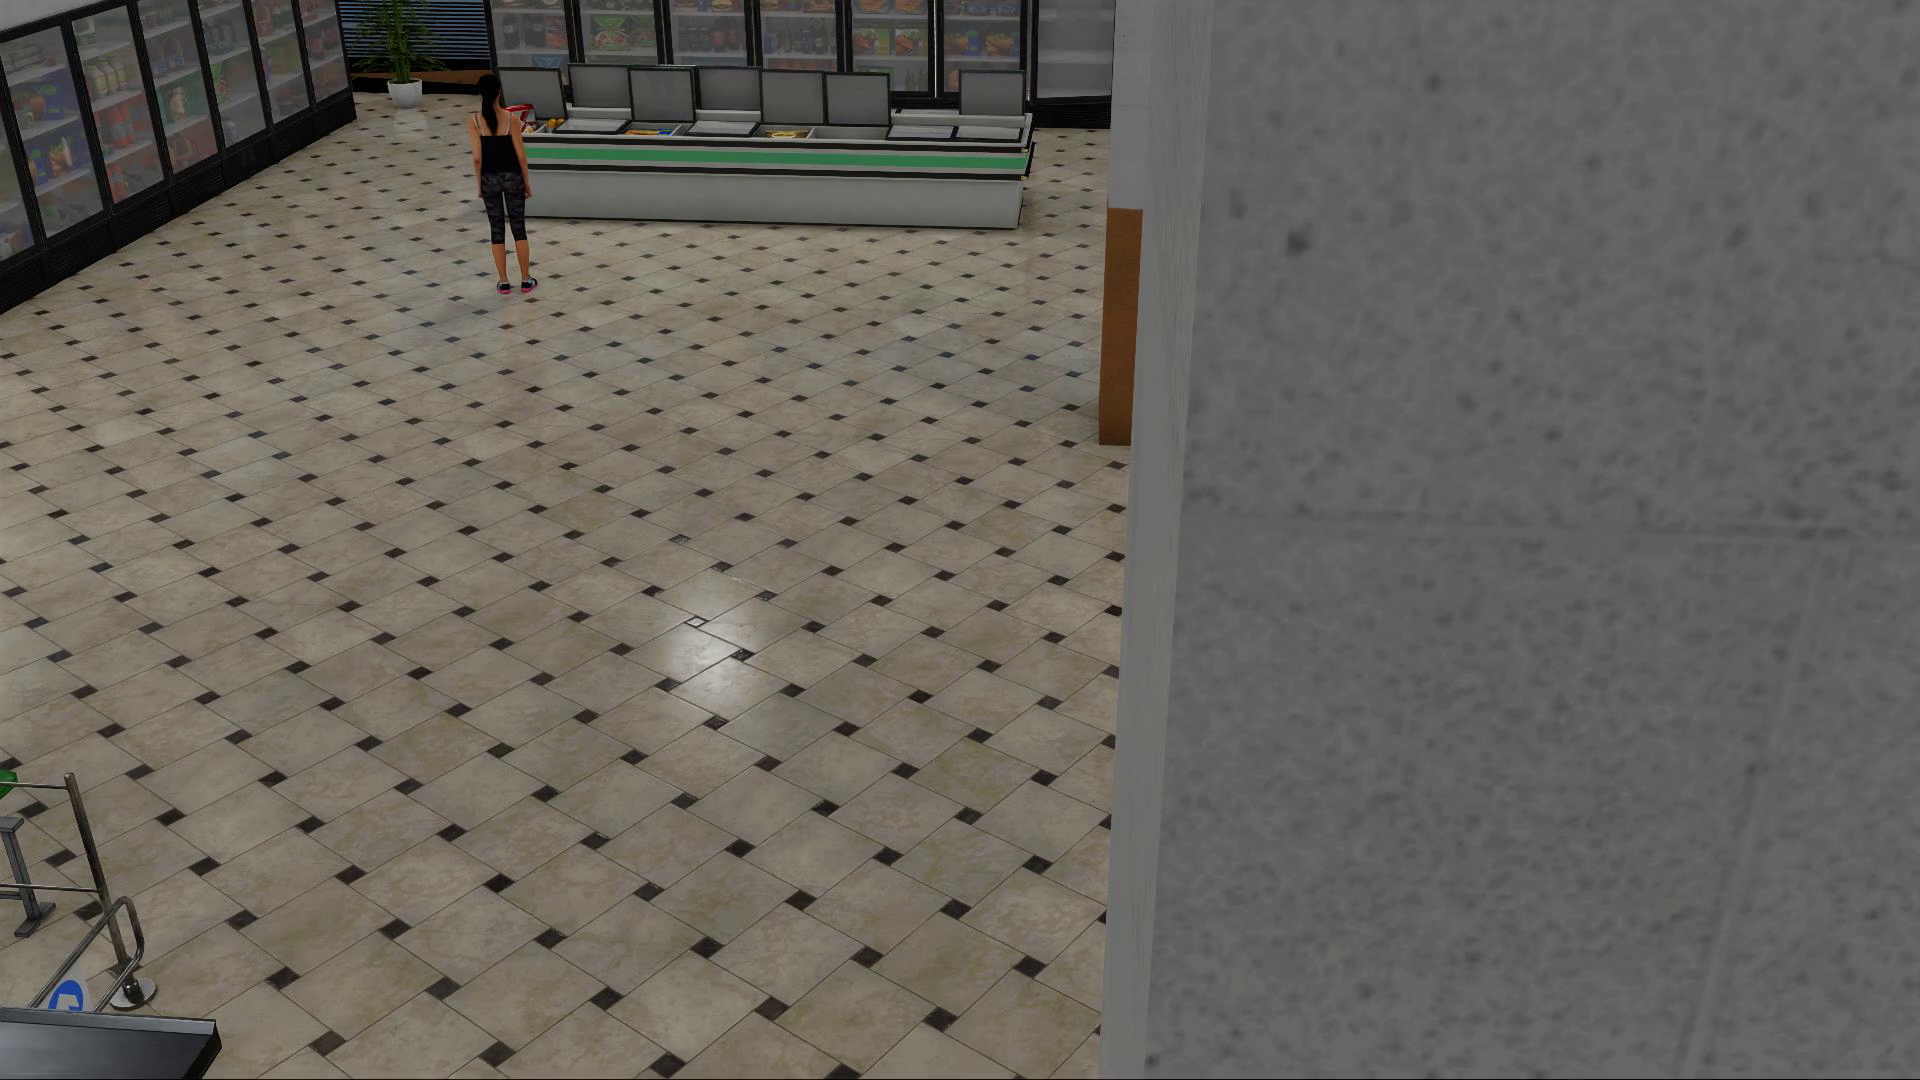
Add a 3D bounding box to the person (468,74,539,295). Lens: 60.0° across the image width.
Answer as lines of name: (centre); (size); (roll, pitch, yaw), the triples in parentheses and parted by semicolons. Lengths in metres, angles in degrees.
person: (-3.640, -2.823, 13.214); (0.566, 1.729, 0.694); (-5, 27, -10)
